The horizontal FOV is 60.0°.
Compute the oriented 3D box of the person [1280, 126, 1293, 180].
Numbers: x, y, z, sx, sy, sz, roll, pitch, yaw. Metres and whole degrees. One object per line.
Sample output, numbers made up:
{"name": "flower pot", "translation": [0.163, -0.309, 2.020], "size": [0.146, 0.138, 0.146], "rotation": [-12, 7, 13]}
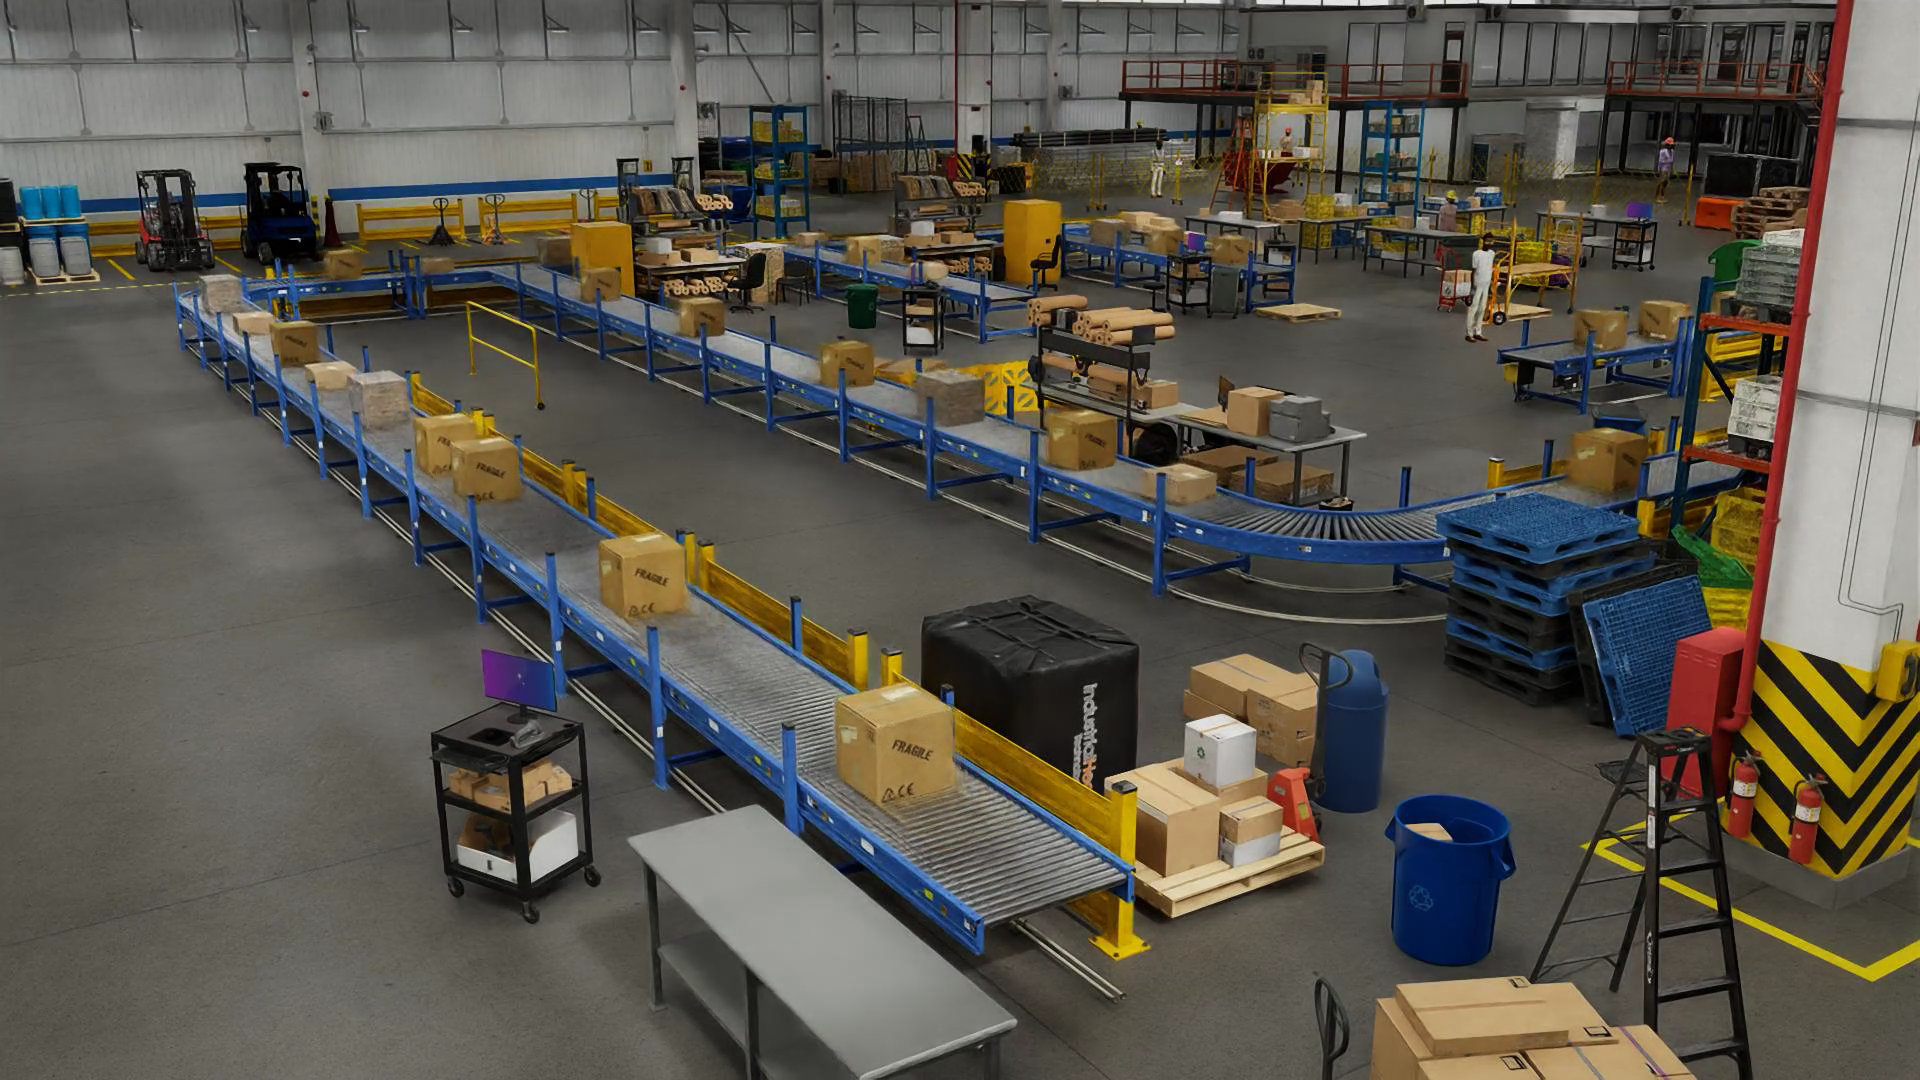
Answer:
{"name": "person", "translation": [12.002, -14.201, 61.085], "size": [0.548, 1.934, 0.376], "rotation": [-10, 19, -30]}

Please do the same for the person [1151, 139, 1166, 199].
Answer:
{"name": "person", "translation": [6.428, -12.030, 53.948], "size": [0.576, 1.881, 0.354], "rotation": [-10, 19, -30]}

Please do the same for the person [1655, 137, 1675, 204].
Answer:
{"name": "person", "translation": [22.203, -11.608, 52.270], "size": [0.610, 2.043, 0.397], "rotation": [-10, 19, -30]}

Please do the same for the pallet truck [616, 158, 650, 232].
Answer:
{"name": "pallet truck", "translation": [-8.918, -9.176, 44.255], "size": [0.823, 1.965, 1.885], "rotation": [-9, 19, -27]}

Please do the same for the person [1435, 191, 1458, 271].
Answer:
{"name": "person", "translation": [10.866, -6.890, 37.047], "size": [0.527, 1.765, 0.329], "rotation": [-10, 19, -30]}

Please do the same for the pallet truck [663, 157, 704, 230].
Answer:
{"name": "pallet truck", "translation": [-7.586, -9.308, 44.692], "size": [0.823, 1.965, 1.885], "rotation": [-11, 20, -33]}

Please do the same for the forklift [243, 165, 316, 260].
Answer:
{"name": "forklift", "translation": [-15.898, -7.669, 38.708], "size": [1.157, 1.987, 2.680], "rotation": [-11, 20, -33]}

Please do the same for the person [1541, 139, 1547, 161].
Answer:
{"name": "person", "translation": [22.468, -14.948, 64.160], "size": [0.847, 1.573, 0.544], "rotation": [-15, 22, -40]}

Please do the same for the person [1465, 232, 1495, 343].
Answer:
{"name": "person", "translation": [8.857, -4.286, 28.211], "size": [0.514, 1.865, 0.327], "rotation": [-10, 19, -30]}

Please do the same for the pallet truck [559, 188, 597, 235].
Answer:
{"name": "pallet truck", "translation": [-10.010, -8.652, 43.699], "size": [0.653, 1.274, 1.630], "rotation": [-10, 20, -31]}

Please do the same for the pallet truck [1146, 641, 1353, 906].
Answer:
{"name": "pallet truck", "translation": [1.664, 1.407, 10.232], "size": [1.630, 1.274, 0.653], "rotation": [-10, 20, -31]}

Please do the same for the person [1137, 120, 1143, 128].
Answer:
{"name": "person", "translation": [7.081, -15.625, 65.833], "size": [0.590, 1.926, 0.388], "rotation": [-10, 19, -30]}

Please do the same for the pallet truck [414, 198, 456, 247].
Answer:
{"name": "pallet truck", "translation": [-13.250, -8.060, 41.856], "size": [0.680, 1.201, 1.601], "rotation": [-10, 20, -31]}

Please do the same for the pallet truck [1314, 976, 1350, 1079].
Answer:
{"name": "pallet truck", "translation": [2.299, 2.390, 7.086], "size": [1.601, 1.201, 0.680], "rotation": [-2, 17, -7]}

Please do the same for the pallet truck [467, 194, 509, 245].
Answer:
{"name": "pallet truck", "translation": [-11.983, -8.177, 42.137], "size": [0.704, 1.261, 1.522], "rotation": [-11, 20, -33]}

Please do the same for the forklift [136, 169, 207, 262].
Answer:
{"name": "forklift", "translation": [-17.842, -7.318, 37.559], "size": [1.157, 1.987, 2.680], "rotation": [-10, 20, -31]}
